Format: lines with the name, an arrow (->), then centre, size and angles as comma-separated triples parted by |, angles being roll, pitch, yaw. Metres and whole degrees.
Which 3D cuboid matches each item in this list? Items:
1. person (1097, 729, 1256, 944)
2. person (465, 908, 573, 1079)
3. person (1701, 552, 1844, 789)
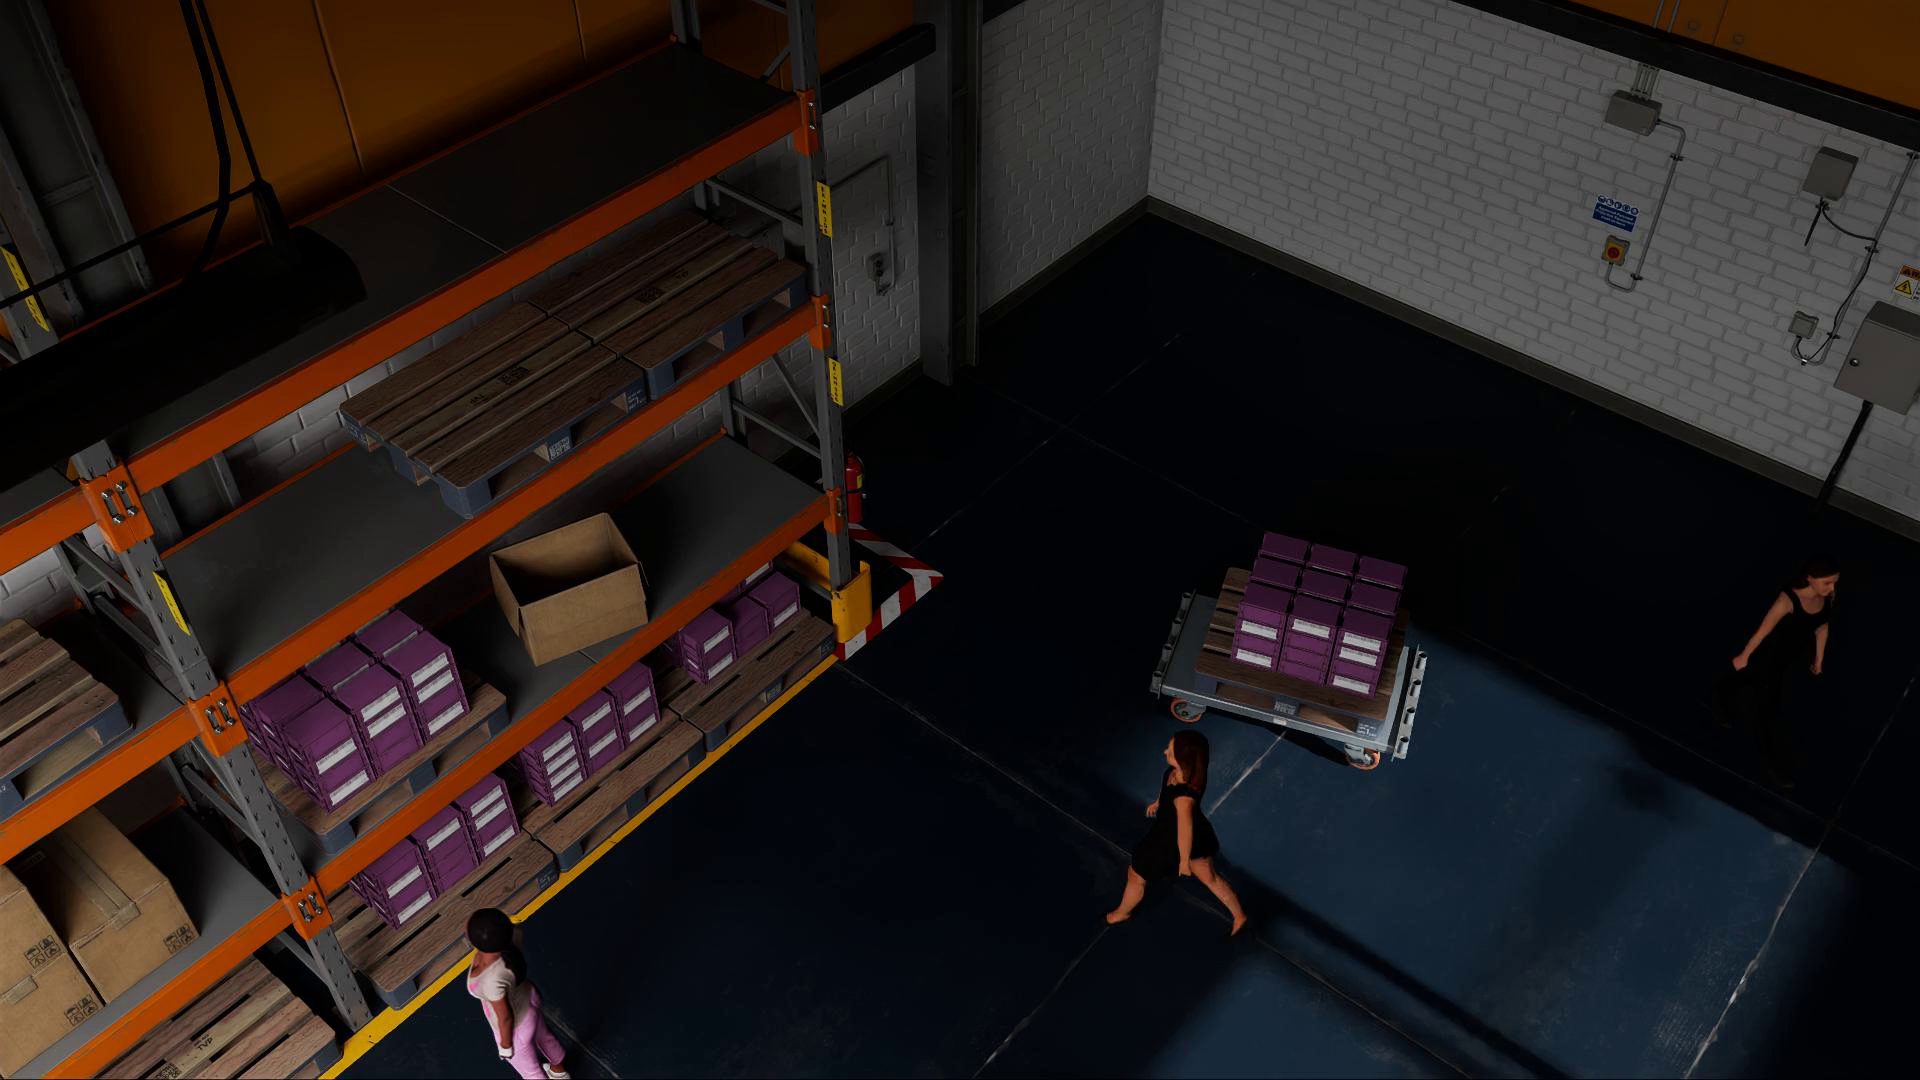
person -> 1.303, 1.669, 9.140 | 0.959, 1.792, 1.144 | 10, 45, 11
person -> -2.242, 2.397, 8.412 | 0.718, 1.741, 0.635 | 1, 44, 1
person -> 4.996, 0.653, 10.310 | 1.117, 1.647, 0.996 | -17, 46, -17
